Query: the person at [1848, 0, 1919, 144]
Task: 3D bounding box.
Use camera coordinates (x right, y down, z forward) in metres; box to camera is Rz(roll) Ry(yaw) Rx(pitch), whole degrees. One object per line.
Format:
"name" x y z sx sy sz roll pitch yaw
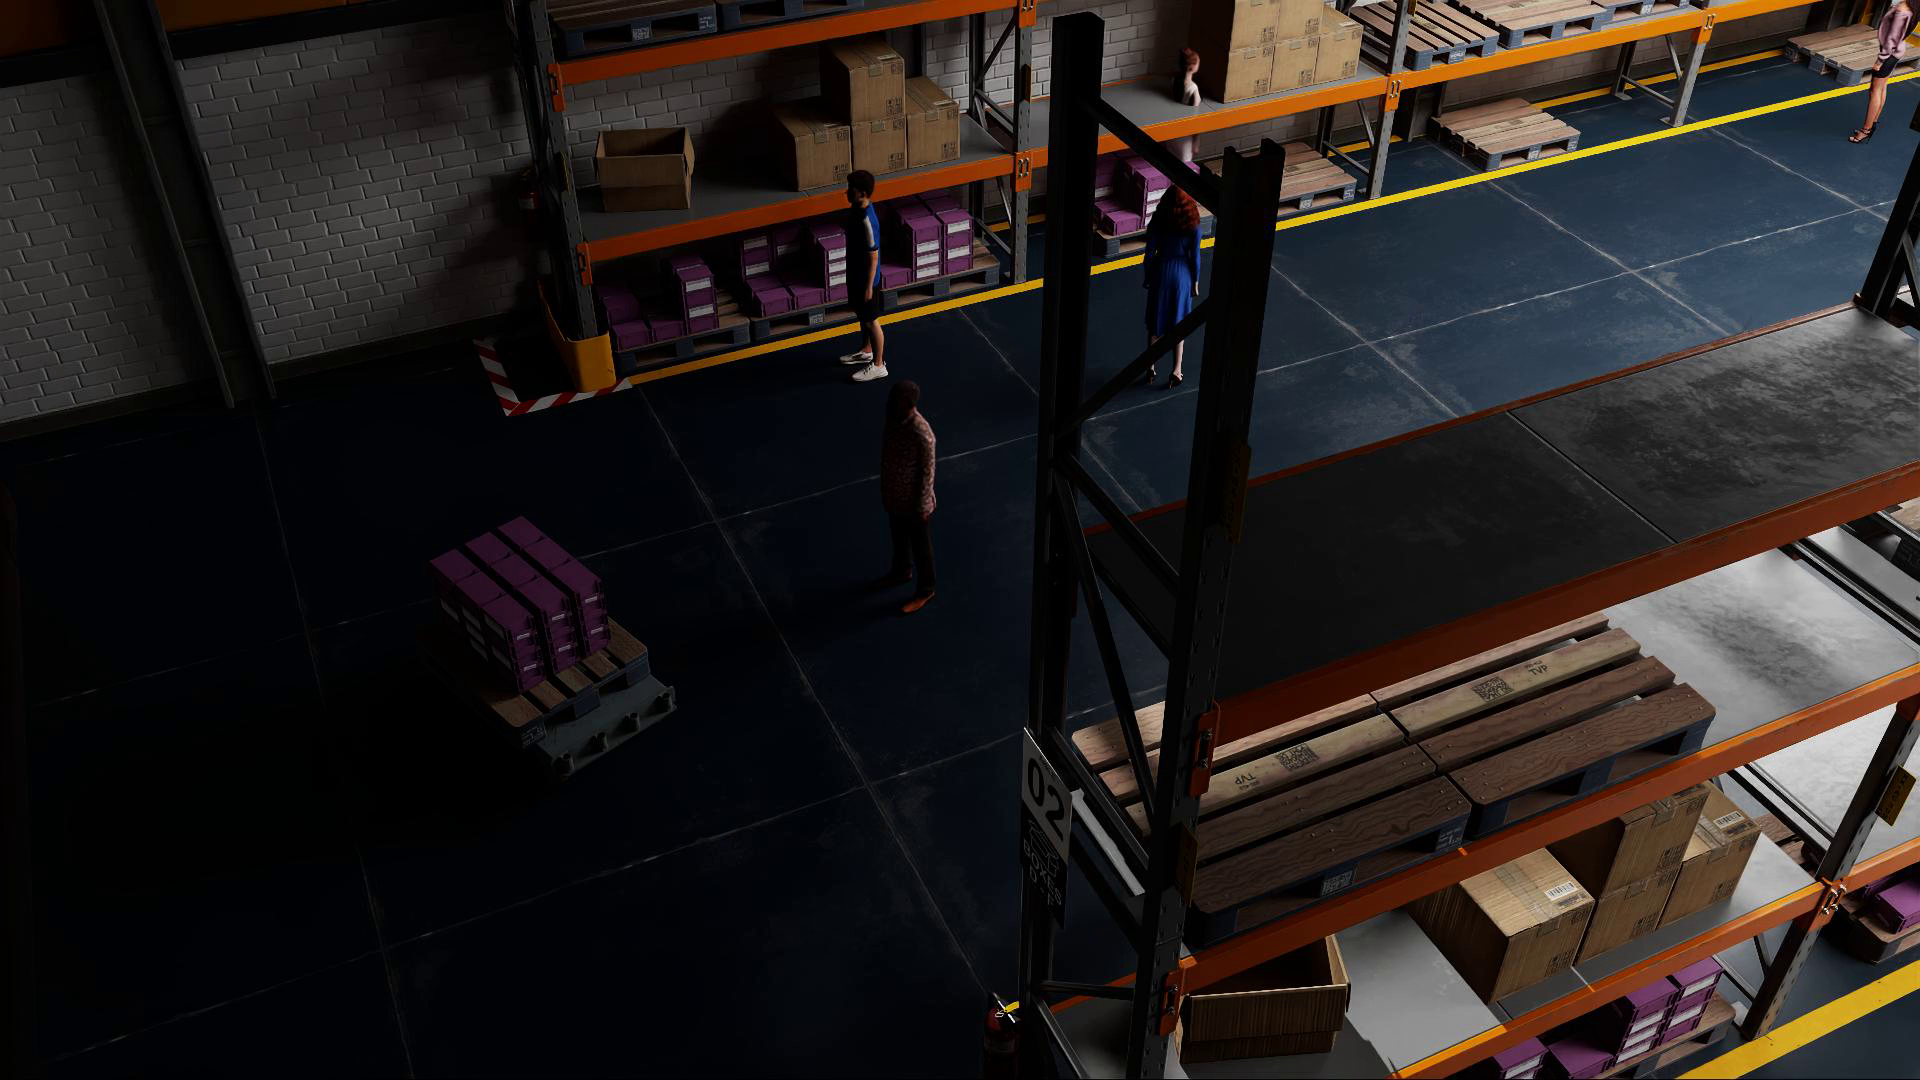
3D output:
"person" 9.643 -5.006 17.264 0.757 1.811 0.609 29 47 31

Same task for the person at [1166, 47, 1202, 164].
"person" 2.077 -3.805 15.777 0.514 1.791 0.550 -16 41 -19

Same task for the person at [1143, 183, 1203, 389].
"person" 1.707 -2.066 13.571 0.710 1.827 0.776 11 40 14

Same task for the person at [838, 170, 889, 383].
"person" -0.788 -2.191 13.695 0.575 1.866 0.649 -14 41 -17

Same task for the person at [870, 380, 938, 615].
"person" -0.353 -0.335 11.417 0.653 1.808 0.720 -24 45 -27
